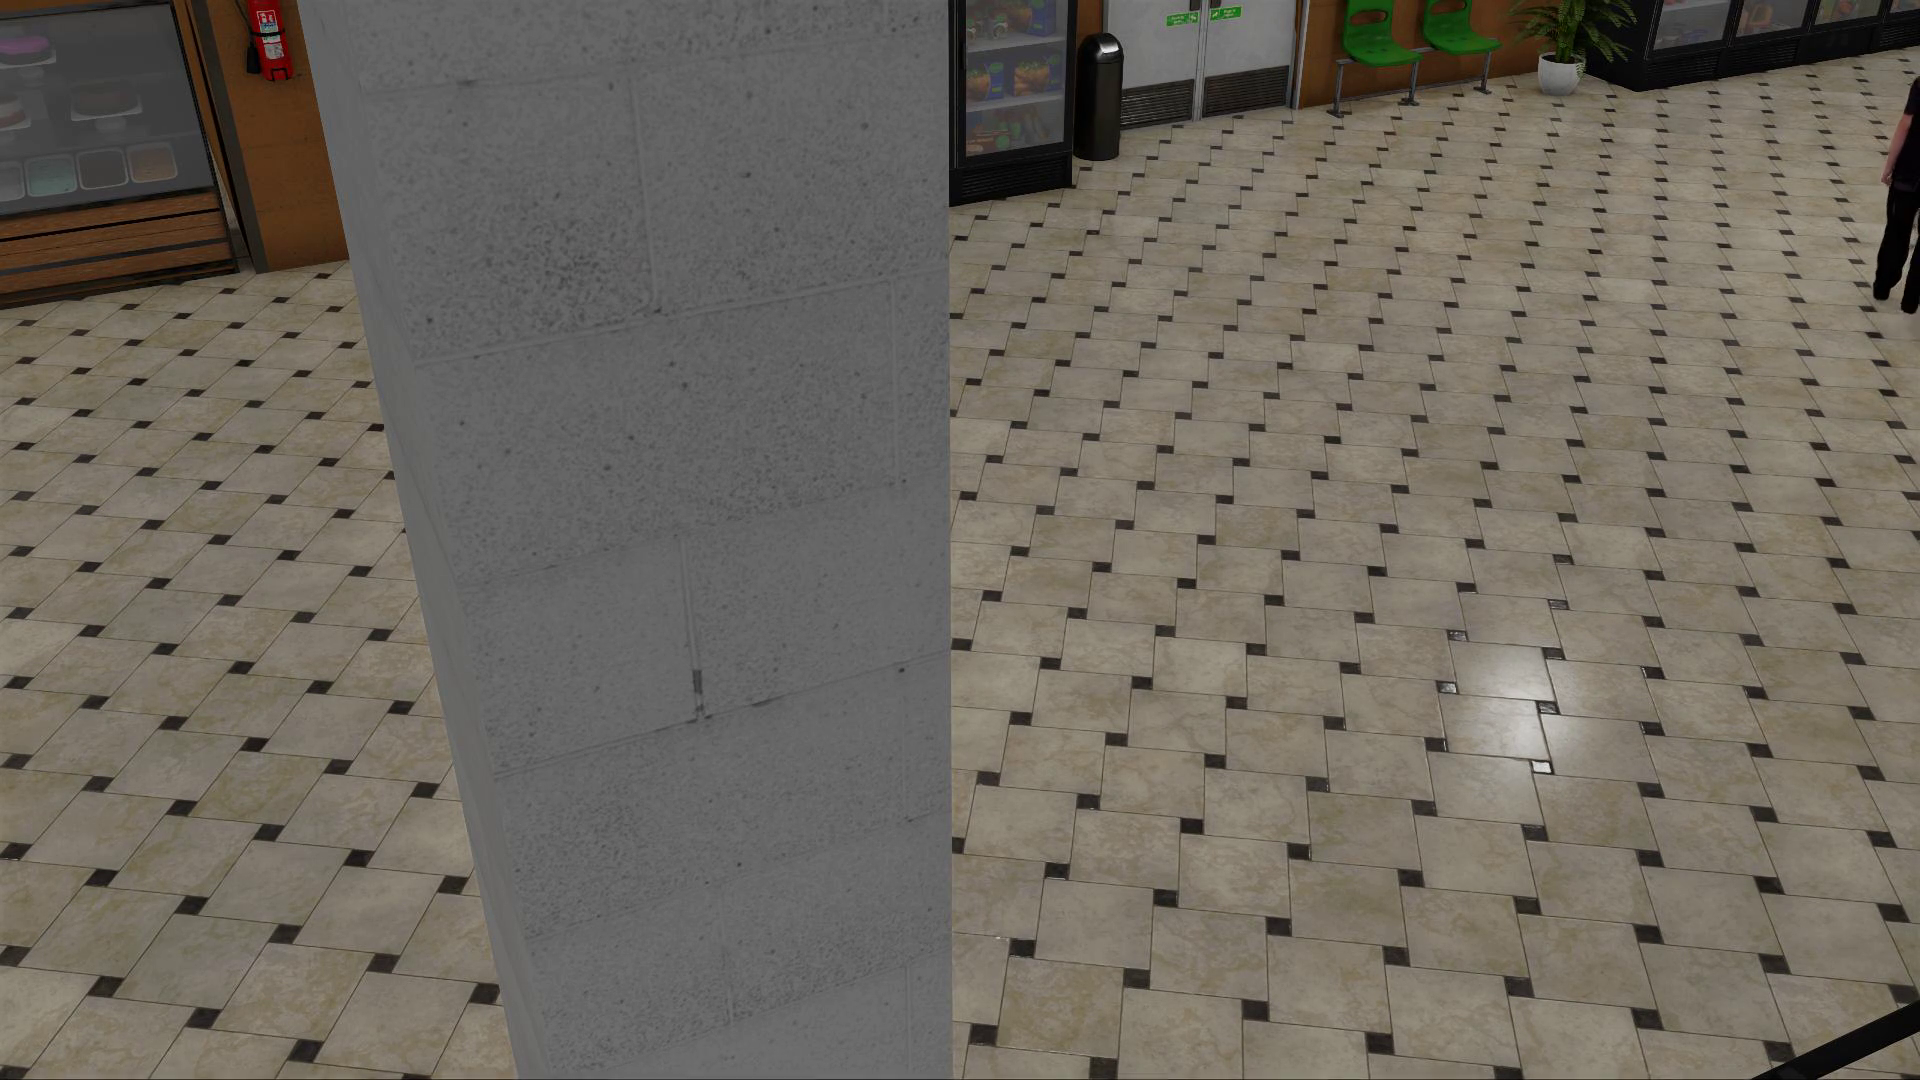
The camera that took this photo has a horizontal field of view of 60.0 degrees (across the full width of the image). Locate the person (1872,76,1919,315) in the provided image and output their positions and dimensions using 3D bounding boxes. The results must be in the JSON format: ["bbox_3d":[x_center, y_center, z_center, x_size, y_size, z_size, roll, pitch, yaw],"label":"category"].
[{"bbox_3d":[6.264,-2.339,10.744,1.106,1.827,1.138,14,34,21],"label":"person"}]
